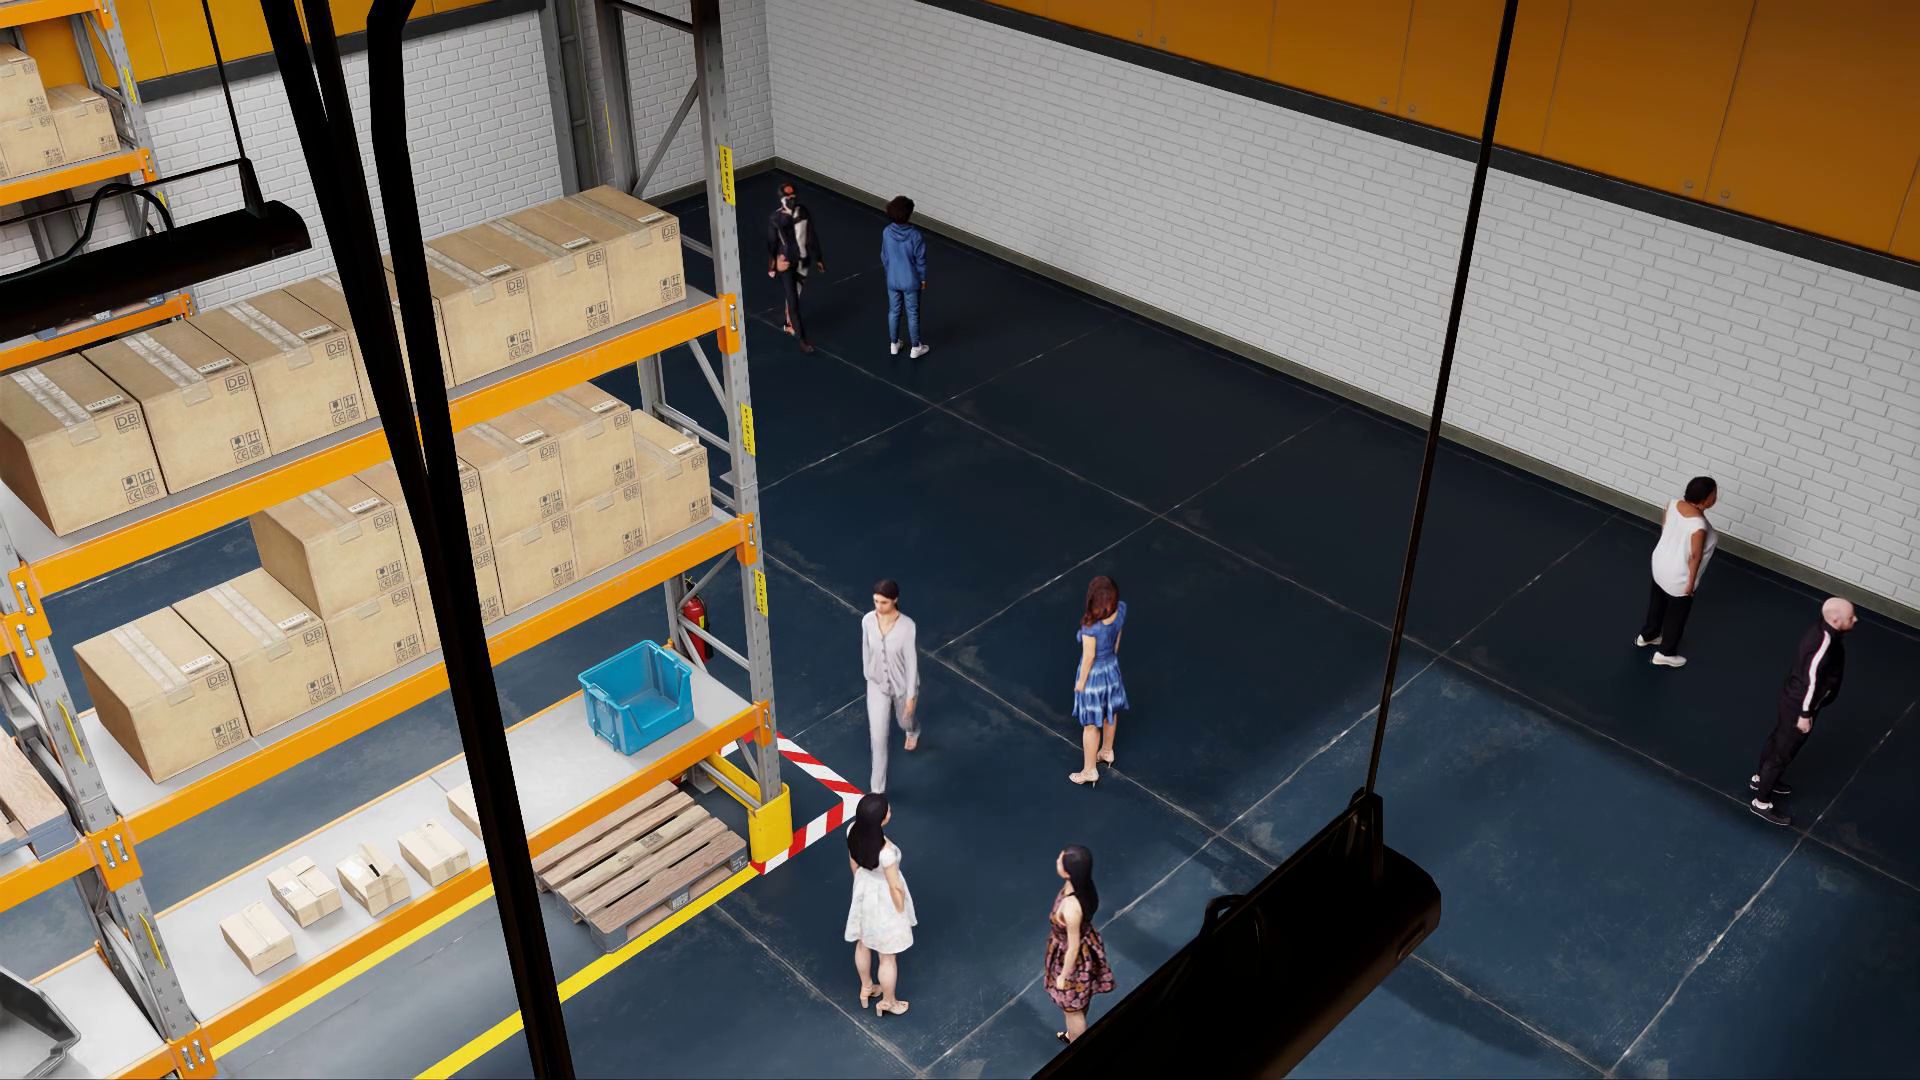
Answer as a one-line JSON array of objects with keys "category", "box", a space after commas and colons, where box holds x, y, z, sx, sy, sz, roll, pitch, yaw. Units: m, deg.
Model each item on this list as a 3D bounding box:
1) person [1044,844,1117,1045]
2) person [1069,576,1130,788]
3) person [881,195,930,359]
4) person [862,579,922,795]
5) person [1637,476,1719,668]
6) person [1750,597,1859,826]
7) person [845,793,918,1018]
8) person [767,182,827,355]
[{"category": "person", "box": [0.663, 2.478, 9.877, 0.857, 1.773, 0.777, 7, 34, 11]}, {"category": "person", "box": [0.998, 1.013, 12.052, 0.757, 1.806, 0.552, 22, 40, 30]}, {"category": "person", "box": [-0.595, -2.826, 17.820, 0.752, 1.814, 0.720, 14, 36, 20]}, {"category": "person", "box": [-0.455, 1.009, 12.119, 0.949, 1.738, 1.145, 7, 34, 11]}, {"category": "person", "box": [5.778, 0.220, 13.352, 0.805, 1.687, 0.765, -4, 34, -5]}, {"category": "person", "box": [5.961, 1.157, 11.808, 0.806, 1.836, 0.635, 16, 37, 22]}, {"category": "person", "box": [-0.503, 2.245, 10.226, 0.611, 1.775, 0.629, -29, 43, -36]}, {"category": "person", "box": [-1.863, -3.014, 18.070, 1.060, 1.850, 0.839, -25, 41, -32]}]
